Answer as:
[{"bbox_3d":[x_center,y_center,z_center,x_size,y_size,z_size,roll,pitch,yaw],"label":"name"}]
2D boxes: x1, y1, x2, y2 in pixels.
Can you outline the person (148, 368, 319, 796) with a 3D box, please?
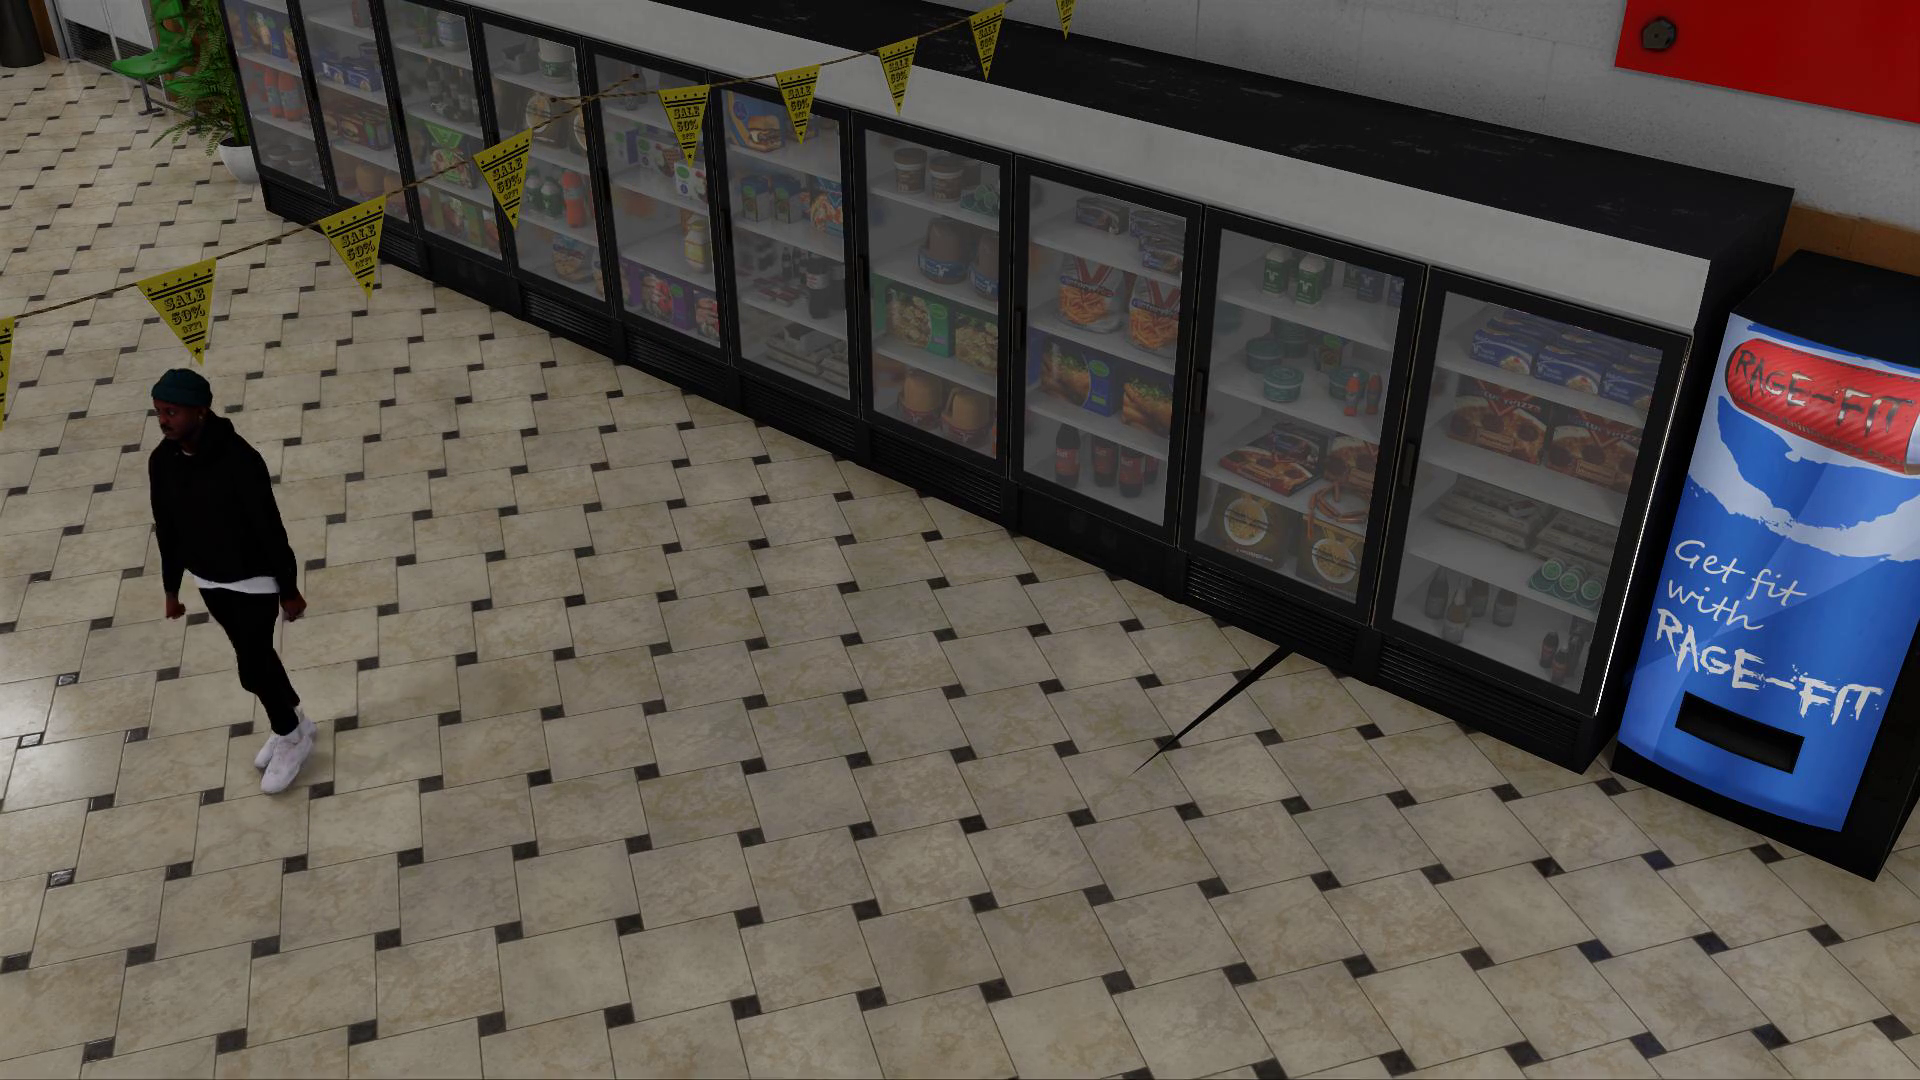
[{"bbox_3d":[-2.818,0.105,6.638,0.800,1.807,0.811,11,34,18],"label":"person"}]
